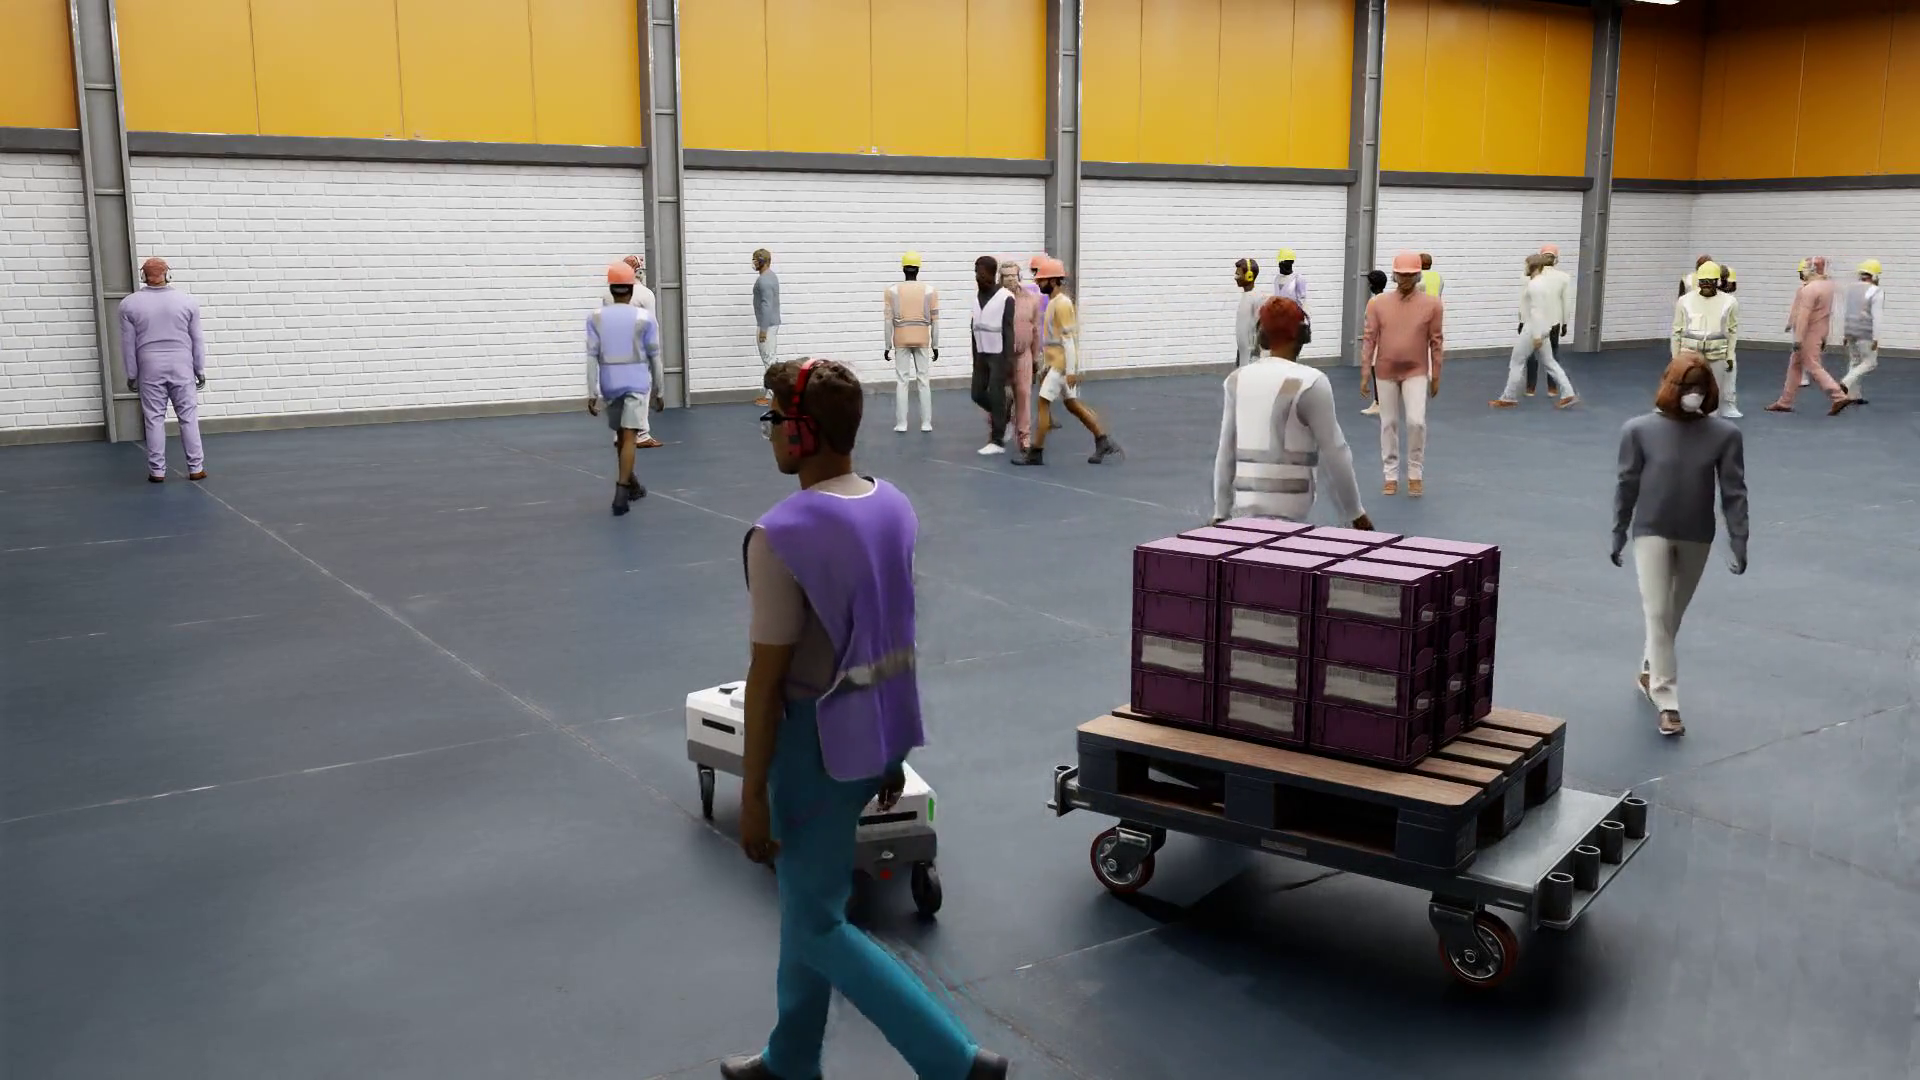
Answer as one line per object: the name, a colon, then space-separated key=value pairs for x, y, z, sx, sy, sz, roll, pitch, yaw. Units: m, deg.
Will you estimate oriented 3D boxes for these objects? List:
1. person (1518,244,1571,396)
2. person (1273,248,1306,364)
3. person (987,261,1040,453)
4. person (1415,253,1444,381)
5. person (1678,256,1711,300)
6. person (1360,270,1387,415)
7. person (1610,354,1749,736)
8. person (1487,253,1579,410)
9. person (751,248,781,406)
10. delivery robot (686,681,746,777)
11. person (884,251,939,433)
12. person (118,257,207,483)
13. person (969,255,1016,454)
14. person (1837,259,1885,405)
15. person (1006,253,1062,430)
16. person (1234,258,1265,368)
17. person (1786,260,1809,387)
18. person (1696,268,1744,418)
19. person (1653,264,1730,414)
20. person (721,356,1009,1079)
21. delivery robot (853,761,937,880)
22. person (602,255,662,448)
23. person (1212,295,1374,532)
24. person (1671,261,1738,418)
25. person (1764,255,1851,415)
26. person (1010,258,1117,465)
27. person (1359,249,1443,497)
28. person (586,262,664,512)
person: x=7.616 y=-2.853 z=21.696 sx=0.631 sy=1.979 sz=0.421 roll=2 pitch=11 yaw=12
person: x=4.416 y=-2.985 z=22.547 sx=0.381 sy=1.924 sz=0.594 roll=-6 pitch=12 yaw=-29
person: x=0.470 y=-1.807 z=16.330 sx=0.651 sy=1.856 sz=1.019 roll=-2 pitch=10 yaw=-9
person: x=6.652 y=-3.199 z=23.958 sx=0.620 sy=1.845 sz=0.430 roll=-6 pitch=12 yaw=-28
person: x=10.704 y=-3.195 z=24.046 sx=0.655 sy=1.794 sz=0.963 roll=5 pitch=11 yaw=24
person: x=4.888 y=-2.301 z=19.445 sx=0.325 sy=1.690 sz=0.536 roll=7 pitch=12 yaw=34
person: x=3.084 y=-0.005 z=7.140 sx=0.519 sy=1.581 sz=0.877 roll=1 pitch=10 yaw=8
person: x=6.988 y=-2.500 z=20.027 sx=1.031 sy=1.893 sz=0.629 roll=6 pitch=12 yaw=30
person: x=-2.383 y=-2.614 z=20.483 sx=0.354 sy=1.937 sz=0.635 roll=0 pitch=10 yaw=0
delivery robot: x=-0.657 y=0.682 z=5.951 sx=0.707 sy=0.478 sz=0.477 roll=9 pitch=14 yaw=41
person: x=-0.519 y=-2.100 z=17.697 sx=0.594 sy=1.924 sz=0.379 roll=-1 pitch=10 yaw=-8
person: x=-6.746 y=-1.436 z=14.126 sx=0.639 sy=1.904 sz=0.409 roll=-5 pitch=11 yaw=-25
person: x=0.362 y=-1.781 z=16.013 sx=0.546 sy=1.903 sz=0.605 roll=-10 pitch=14 yaw=-43
person: x=10.998 y=-2.527 z=20.364 sx=0.579 sy=1.817 sz=0.600 roll=-3 pitch=11 yaw=-15
person: x=0.773 y=-2.106 z=17.794 sx=0.742 sy=1.915 sz=0.544 roll=-8 pitch=13 yaw=-39
person: x=2.840 y=-1.833 z=16.405 sx=0.310 sy=1.864 sz=0.534 roll=-1 pitch=10 yaw=-8
person: x=11.715 y=-3.001 z=23.086 sx=0.540 sy=1.762 sz=0.346 roll=-8 pitch=13 yaw=-37
person: x=8.735 y=-2.248 z=19.104 sx=0.505 sy=1.717 sz=0.759 roll=-1 pitch=10 yaw=-7
person: x=7.836 y=-2.038 z=17.731 sx=0.822 sy=1.807 sz=0.658 roll=0 pitch=10 yaw=-2
person: x=-0.245 y=0.497 z=3.769 sx=0.791 sy=1.822 sz=0.575 roll=5 pitch=12 yaw=27
delivery robot: x=-0.324 y=0.802 z=5.297 sx=0.477 sy=0.478 sz=0.707 roll=-4 pitch=11 yaw=-18
person: x=-3.211 y=-1.854 z=16.435 sx=0.645 sy=1.903 sz=0.401 roll=6 pitch=12 yaw=30
person: x=1.414 y=-0.138 z=7.237 sx=1.033 sy=1.821 sz=0.606 roll=-5 pitch=12 yaw=-26
person: x=7.440 y=-1.863 z=16.656 sx=0.600 sy=1.831 sz=0.404 roll=4 pitch=11 yaw=22
person: x=10.027 y=-2.400 z=19.510 sx=0.932 sy=1.873 sz=0.655 roll=9 pitch=14 yaw=41
person: x=0.974 y=-1.614 z=15.128 sx=0.971 sy=1.895 sz=0.552 roll=0 pitch=10 yaw=-2
person: x=3.514 y=-1.322 z=13.291 sx=0.633 sy=1.971 sz=0.622 roll=4 pitch=11 yaw=20
person: x=-2.575 y=-1.179 z=12.779 sx=0.558 sy=1.893 sz=1.019 roll=1 pitch=10 yaw=4
